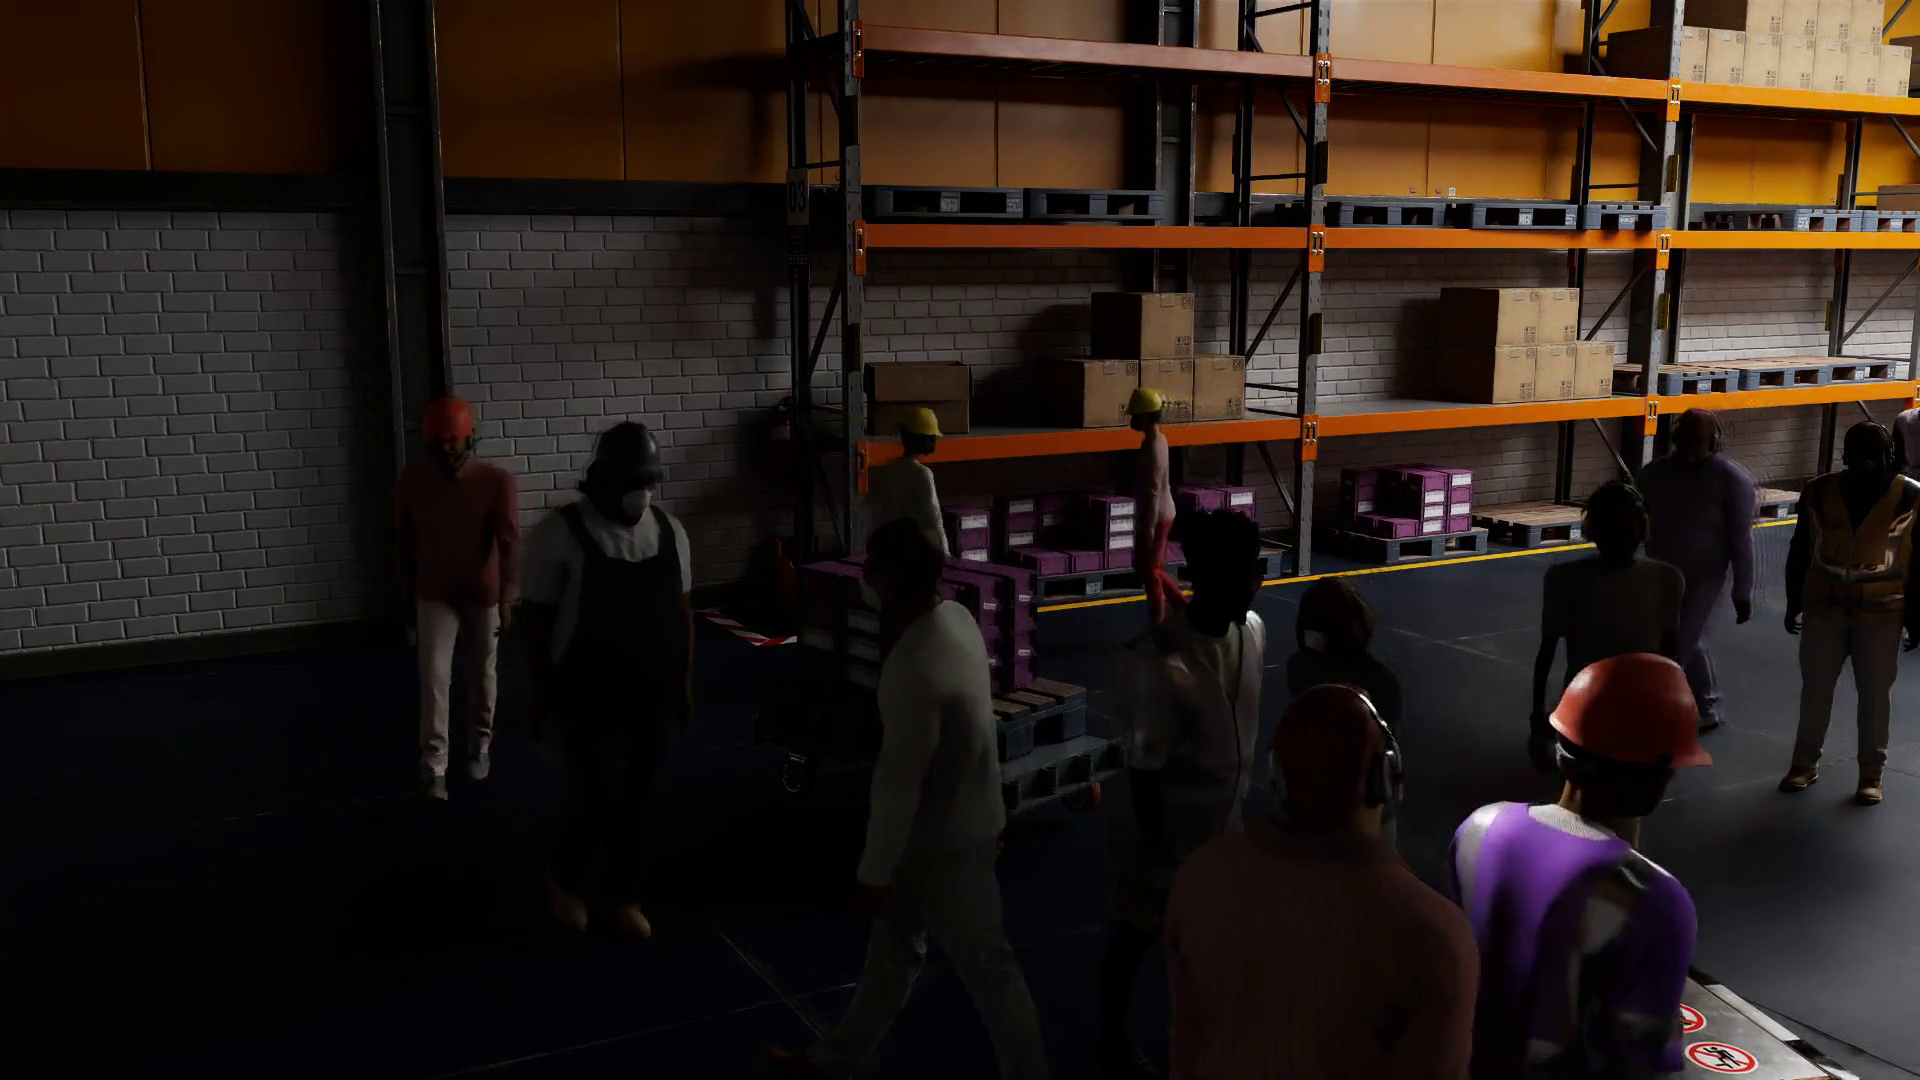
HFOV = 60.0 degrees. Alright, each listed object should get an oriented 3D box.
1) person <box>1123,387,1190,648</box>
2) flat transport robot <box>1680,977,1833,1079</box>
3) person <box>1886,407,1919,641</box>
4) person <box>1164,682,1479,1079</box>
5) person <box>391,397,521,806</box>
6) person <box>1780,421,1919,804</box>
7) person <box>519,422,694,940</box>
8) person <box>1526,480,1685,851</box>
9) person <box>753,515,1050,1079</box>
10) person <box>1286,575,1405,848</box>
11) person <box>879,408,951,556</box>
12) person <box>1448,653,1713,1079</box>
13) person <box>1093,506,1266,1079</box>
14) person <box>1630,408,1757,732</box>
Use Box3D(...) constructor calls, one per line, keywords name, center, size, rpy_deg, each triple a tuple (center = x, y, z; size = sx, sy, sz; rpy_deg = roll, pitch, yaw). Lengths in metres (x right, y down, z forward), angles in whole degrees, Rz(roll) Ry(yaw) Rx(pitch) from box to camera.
Box3D(name="person", center=(1.308, -0.143, 11.058), size=(0.473, 1.753, 0.564), rpy_deg=(1, 10, 8))
Box3D(name="flat transport robot", center=(2.220, 1.590, 5.378), size=(0.652, 0.197, 1.431), rpy_deg=(-2, 10, -10))
Box3D(name="person", center=(6.503, -0.228, 11.161), size=(0.596, 1.899, 0.587), rpy_deg=(-7, 12, -35))
Box3D(name="person", center=(0.638, 1.198, 3.027), size=(0.433, 1.875, 0.667), rpy_deg=(-10, 14, -44))
Box3D(name="person", center=(-2.423, 0.292, 8.012), size=(0.621, 1.945, 0.981), rpy_deg=(-2, 10, -11))
Box3D(name="person", center=(4.315, 0.343, 8.039), size=(0.633, 1.843, 0.429), rpy_deg=(8, 13, 38))
Box3D(name="person", center=(-1.287, 0.536, 6.355), size=(0.701, 2.000, 0.540), rpy_deg=(-9, 13, -41))
Box3D(name="person", center=(2.396, 0.691, 6.115), size=(0.576, 1.809, 0.996), rpy_deg=(3, 10, 17))
Box3D(name="person", center=(-0.161, 0.866, 4.883), size=(0.991, 1.888, 0.641), rpy_deg=(1, 10, 7))
Box3D(name="person", center=(1.195, 0.917, 5.441), size=(0.804, 1.594, 0.511), rpy_deg=(-8, 13, -39))
Box3D(name="person", center=(-0.298, 0.054, 10.087), size=(0.962, 1.708, 0.510), rpy_deg=(-4, 11, -21))
Box3D(name="person", center=(1.161, 1.152, 3.231), size=(0.638, 1.904, 0.551), rpy_deg=(-6, 11, -30))
Box3D(name="person", center=(0.746, 0.847, 4.922), size=(0.645, 1.914, 0.978), rpy_deg=(-8, 13, -40))
Box3D(name="person", center=(3.805, 0.213, 8.811), size=(1.032, 1.837, 0.661), rpy_deg=(-5, 11, -27))
